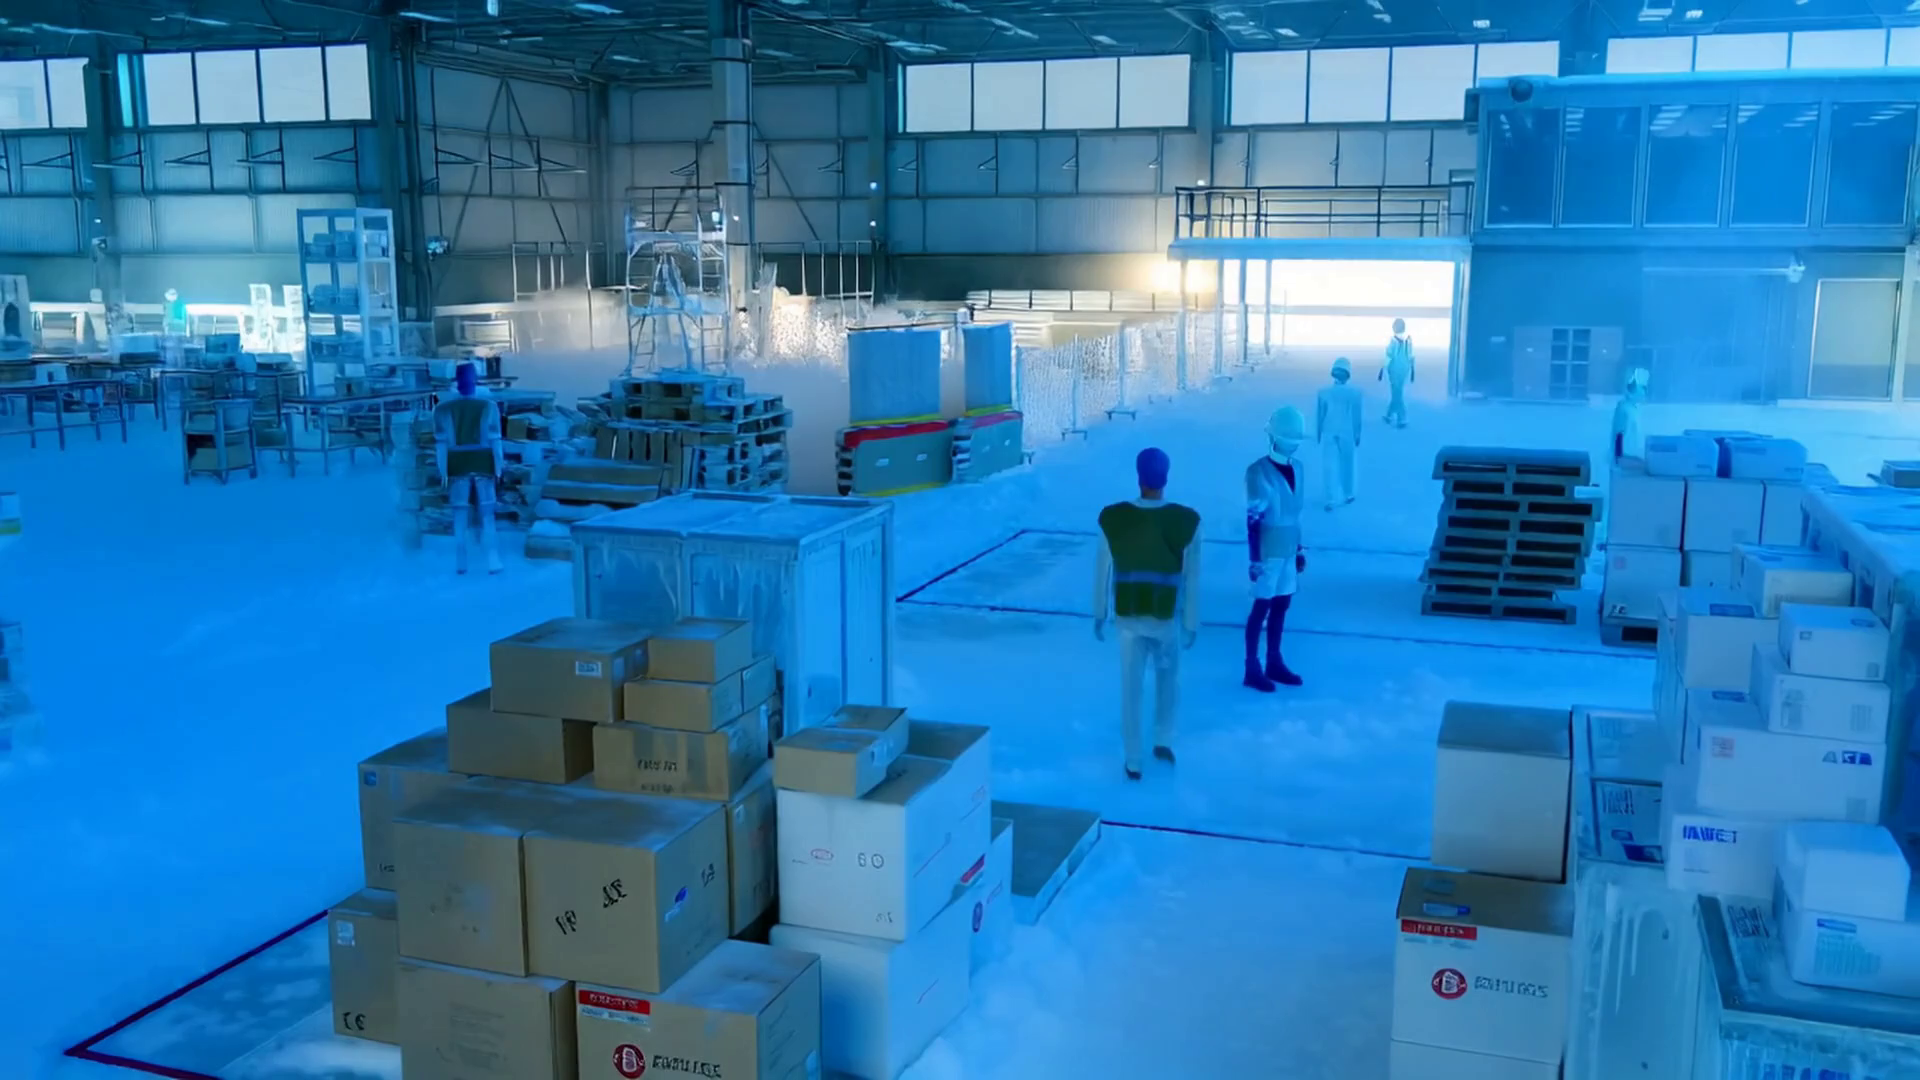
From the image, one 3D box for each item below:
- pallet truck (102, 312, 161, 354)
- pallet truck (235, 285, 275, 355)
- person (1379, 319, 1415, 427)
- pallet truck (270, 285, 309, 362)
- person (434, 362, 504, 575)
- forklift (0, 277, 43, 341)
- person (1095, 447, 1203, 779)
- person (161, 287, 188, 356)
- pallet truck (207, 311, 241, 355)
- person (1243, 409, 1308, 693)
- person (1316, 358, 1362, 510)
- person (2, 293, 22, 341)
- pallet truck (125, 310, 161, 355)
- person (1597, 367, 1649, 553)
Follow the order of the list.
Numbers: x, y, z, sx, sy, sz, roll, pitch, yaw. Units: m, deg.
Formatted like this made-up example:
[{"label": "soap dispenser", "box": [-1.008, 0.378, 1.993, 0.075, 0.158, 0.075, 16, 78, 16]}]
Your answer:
[{"label": "pallet truck", "box": [-23.057, -5.777, 46.261, 0.680, 1.201, 1.601, 3, 11, 19]}, {"label": "pallet truck", "box": [-18.327, -5.835, 44.421, 0.823, 1.965, 1.885, 4, 11, 23]}, {"label": "person", "box": [7.337, -2.816, 27.990, 0.532, 1.791, 0.953, -3, 10, -14]}, {"label": "pallet truck", "box": [-17.147, -5.700, 43.663, 0.823, 1.965, 1.885, 3, 11, 17]}, {"label": "person", "box": [-4.509, -0.650, 15.319, 0.609, 1.961, 0.367, -2, 10, -11]}, {"label": "forklift", "box": [-27.151, -6.329, 46.328, 1.157, 1.987, 2.680, 3, 11, 17]}, {"label": "person", "box": [1.065, 0.421, 9.470, 0.601, 1.903, 0.454, 1, 10, 5]}, {"label": "person", "box": [-18.508, -4.925, 39.208, 0.409, 2.034, 0.608, 8, 13, 37]}, {"label": "pallet truck", "box": [-19.537, -5.575, 44.913, 0.653, 1.274, 1.630, 3, 11, 19]}, {"label": "person", "box": [2.184, 0.068, 11.352, 0.552, 1.932, 0.377, -9, 13, -40]}, {"label": "person", "box": [4.400, -1.237, 19.255, 0.548, 1.724, 0.852, 4, 11, 24]}, {"label": "person", "box": [-23.309, -5.092, 40.614, 0.925, 1.871, 0.646, -2, 10, -12]}, {"label": "pallet truck", "box": [-22.038, -5.665, 45.457, 0.704, 1.261, 1.522, 3, 11, 17]}, {"label": "person", "box": [6.560, -0.749, 16.196, 0.649, 1.848, 0.561, 5, 11, 28]}]
